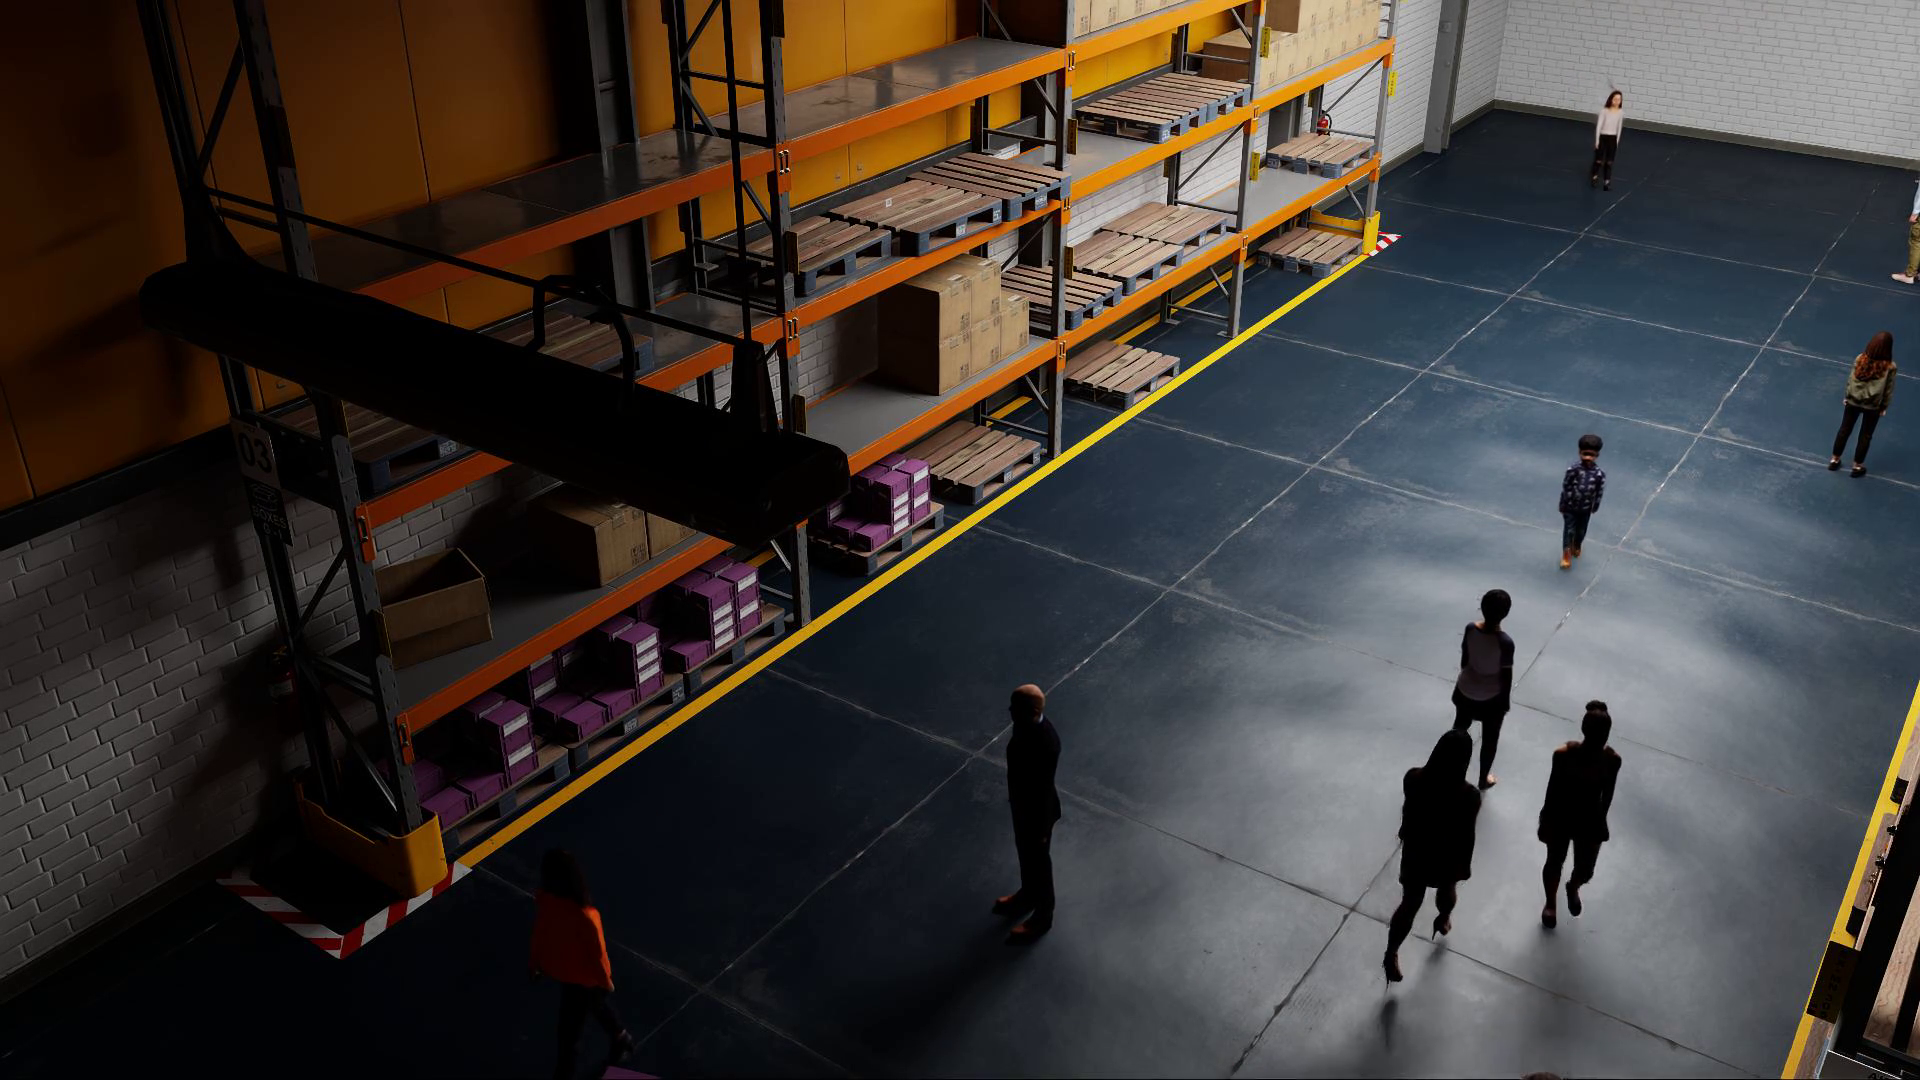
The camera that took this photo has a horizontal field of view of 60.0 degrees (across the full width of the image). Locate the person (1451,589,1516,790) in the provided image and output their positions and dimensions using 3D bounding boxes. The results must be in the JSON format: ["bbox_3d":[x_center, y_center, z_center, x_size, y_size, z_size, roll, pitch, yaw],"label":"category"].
[{"bbox_3d":[3.705,1.047,11.847,0.609,1.561,0.626,-20,35,-33],"label":"person"}]

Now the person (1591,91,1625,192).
[{"bbox_3d":[9.621,-5.976,24.833,0.797,1.455,0.961,3,29,6],"label":"person"}]

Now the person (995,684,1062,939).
[{"bbox_3d":[0.456,1.669,10.461,0.781,1.797,0.764,-10,30,-17],"label":"person"}]

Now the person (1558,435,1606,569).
[{"bbox_3d":[5.496,-0.362,14.763,0.577,1.243,0.668,9,30,17],"label":"person"}]

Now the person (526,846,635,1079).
[{"bbox_3d":[-2.066,2.375,9.257,0.743,1.710,1.108,24,37,37],"label":"person"}]

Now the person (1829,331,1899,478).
[{"bbox_3d":[8.881,-1.346,16.325,0.544,1.474,0.608,-25,37,-38],"label":"person"}]

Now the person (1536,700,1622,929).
[{"bbox_3d":[3.880,1.703,10.535,0.678,1.667,0.714,7,29,13],"label":"person"}]

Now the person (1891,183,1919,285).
[{"bbox_3d":[12.330,-4.169,21.147,0.695,1.812,0.819,-12,31,-21],"label":"person"}]

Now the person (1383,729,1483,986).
[{"bbox_3d":[2.812,1.957,10.067,0.651,1.668,1.066,19,34,31],"label":"person"}]
